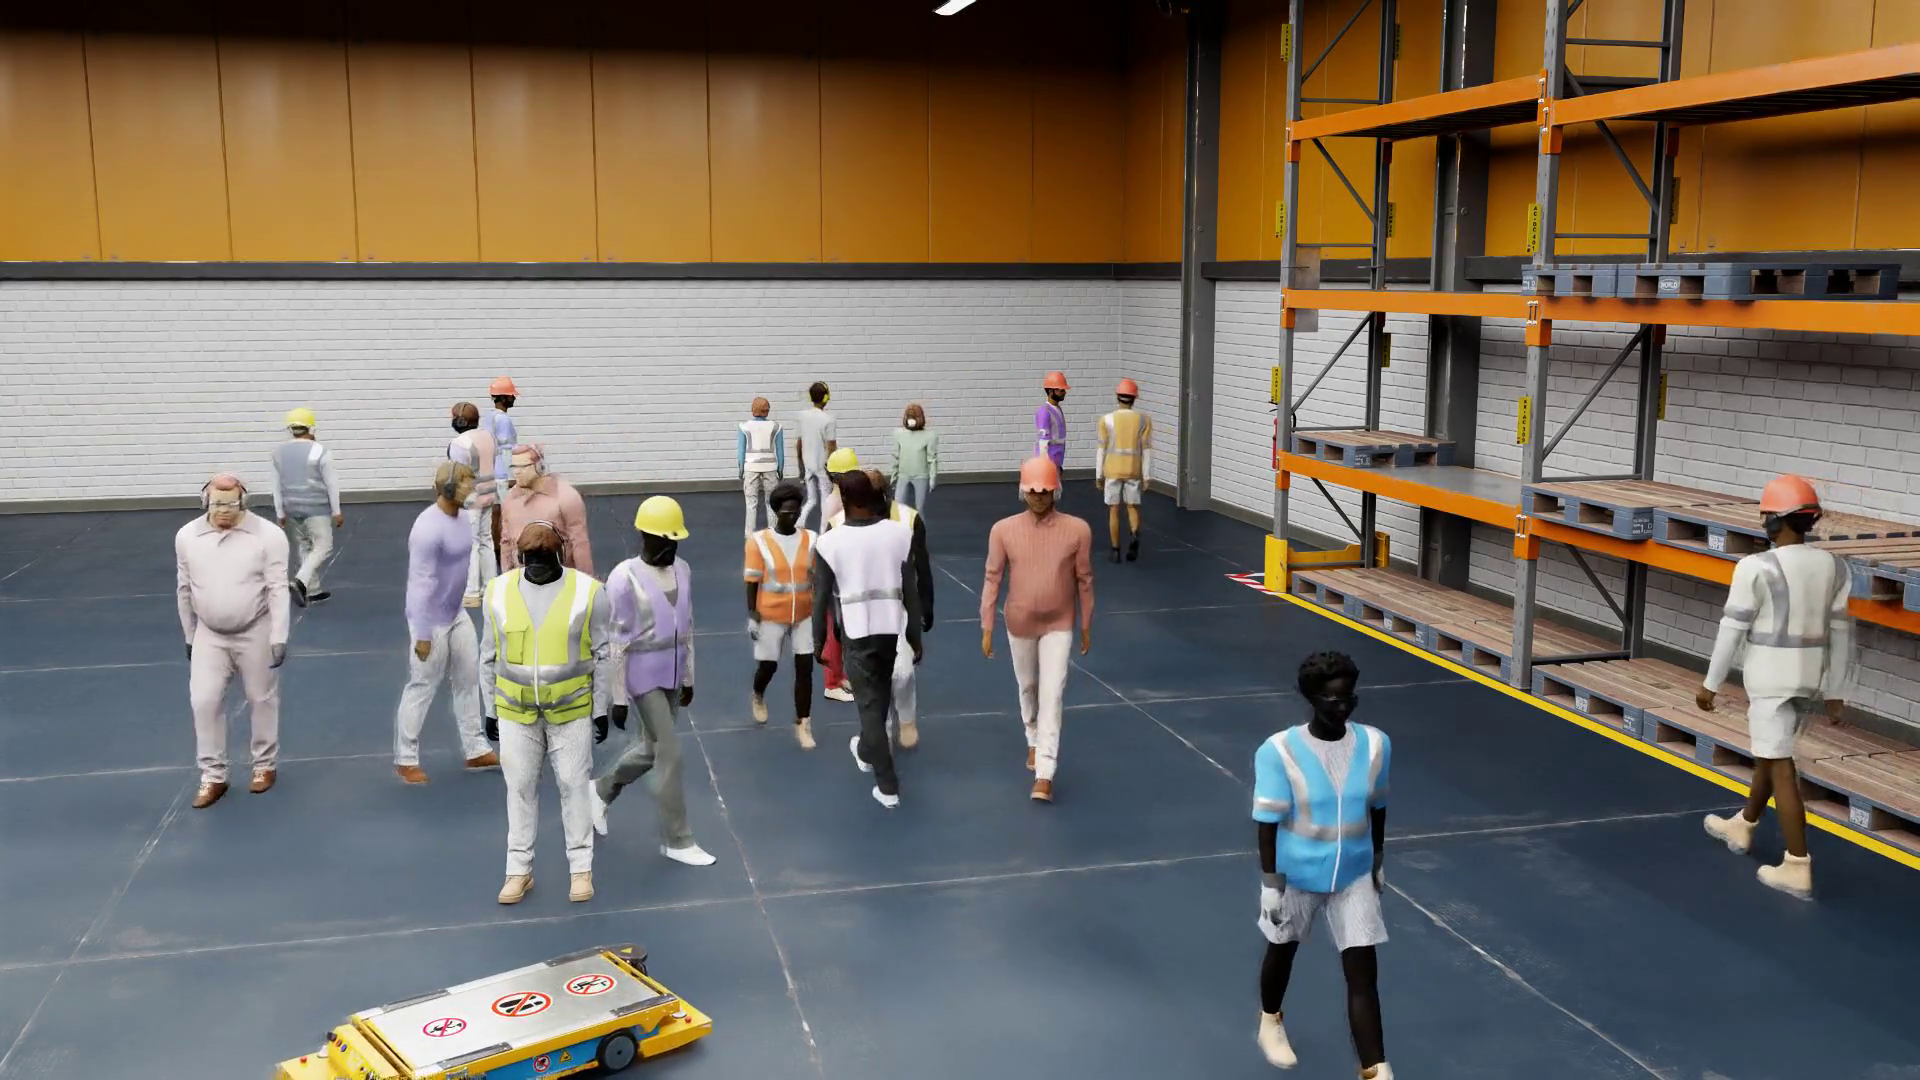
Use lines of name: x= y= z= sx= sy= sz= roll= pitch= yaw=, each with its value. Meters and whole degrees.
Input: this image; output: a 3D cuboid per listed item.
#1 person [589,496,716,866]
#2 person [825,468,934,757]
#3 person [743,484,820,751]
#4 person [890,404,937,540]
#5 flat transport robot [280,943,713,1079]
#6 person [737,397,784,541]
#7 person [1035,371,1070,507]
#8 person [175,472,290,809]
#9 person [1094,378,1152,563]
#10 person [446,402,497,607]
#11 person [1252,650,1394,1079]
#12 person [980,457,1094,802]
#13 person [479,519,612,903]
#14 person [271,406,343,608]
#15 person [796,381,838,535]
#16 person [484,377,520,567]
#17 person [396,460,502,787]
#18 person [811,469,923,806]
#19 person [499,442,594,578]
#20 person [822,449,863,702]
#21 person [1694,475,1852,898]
person: x=-1.624 y=0.692 z=8.525 sx=0.864 sy=1.886 sz=0.589 roll=5 pitch=10 yaw=27
person: x=-0.499 y=0.450 z=10.227 sx=0.664 sy=1.814 sz=0.448 roll=0 pitch=9 yaw=1
person: x=-1.130 y=0.459 z=10.571 sx=0.539 sy=1.675 sz=0.649 roll=-4 pitch=10 yaw=-23
person: x=-0.510 y=-0.625 z=17.531 sx=0.536 sy=1.615 sz=0.559 roll=2 pitch=9 yaw=14
flat transport robot: x=-1.717 y=1.857 z=6.240 sx=1.431 sy=0.197 sz=0.652 roll=-7 pitch=12 yaw=-38
person: x=-2.186 y=-0.753 z=18.289 sx=0.514 sy=1.634 sz=0.313 roll=-2 pitch=9 yaw=-11
person: x=1.002 y=-0.823 z=17.903 sx=0.375 sy=1.899 sz=0.546 roll=4 pitch=10 yaw=21
person: x=-4.102 y=0.555 z=9.379 sx=0.650 sy=1.872 sz=0.707 roll=-1 pitch=9 yaw=-7
person: x=1.671 y=-0.691 z=17.049 sx=0.568 sy=1.919 sz=0.526 roll=0 pitch=9 yaw=-3
person: x=-4.405 y=-0.310 z=14.938 sx=0.429 sy=1.840 sz=0.639 roll=2 pitch=9 yaw=12
person: x=1.314 y=1.210 z=5.969 sx=0.560 sy=1.644 sz=0.877 roll=-2 pitch=9 yaw=-11
person: x=0.443 y=0.479 z=9.664 sx=0.647 sy=1.938 sz=1.046 roll=1 pitch=9 yaw=8
person: x=-1.966 y=0.811 z=7.901 sx=0.622 sy=1.838 sz=0.429 roll=-1 pitch=9 yaw=-4
person: x=-5.829 y=-0.278 z=14.769 sx=0.594 sy=1.810 sz=0.670 roll=2 pitch=9 yaw=14
person: x=-1.510 y=-0.751 z=17.596 sx=0.544 sy=1.855 sz=0.515 roll=5 pitch=11 yaw=30
person: x=-4.633 y=-0.689 z=16.940 sx=0.361 sy=1.940 sz=0.543 roll=-6 pitch=11 yaw=-33
person: x=-2.986 y=0.488 z=9.757 sx=0.755 sy=1.903 sz=0.655 roll=1 pitch=9 yaw=6
person: x=-0.570 y=0.525 z=9.569 sx=0.611 sy=1.865 sz=0.985 roll=-4 pitch=10 yaw=-24
person: x=-2.743 y=0.279 z=11.099 sx=0.672 sy=1.880 sz=0.517 roll=5 pitch=10 yaw=27
person: x=-0.820 y=0.239 z=11.688 sx=0.312 sy=1.769 sz=0.522 roll=1 pitch=9 yaw=5
person: x=3.955 y=0.676 z=8.222 sx=0.616 sy=2.002 sz=0.968 roll=-3 pitch=10 yaw=-19
